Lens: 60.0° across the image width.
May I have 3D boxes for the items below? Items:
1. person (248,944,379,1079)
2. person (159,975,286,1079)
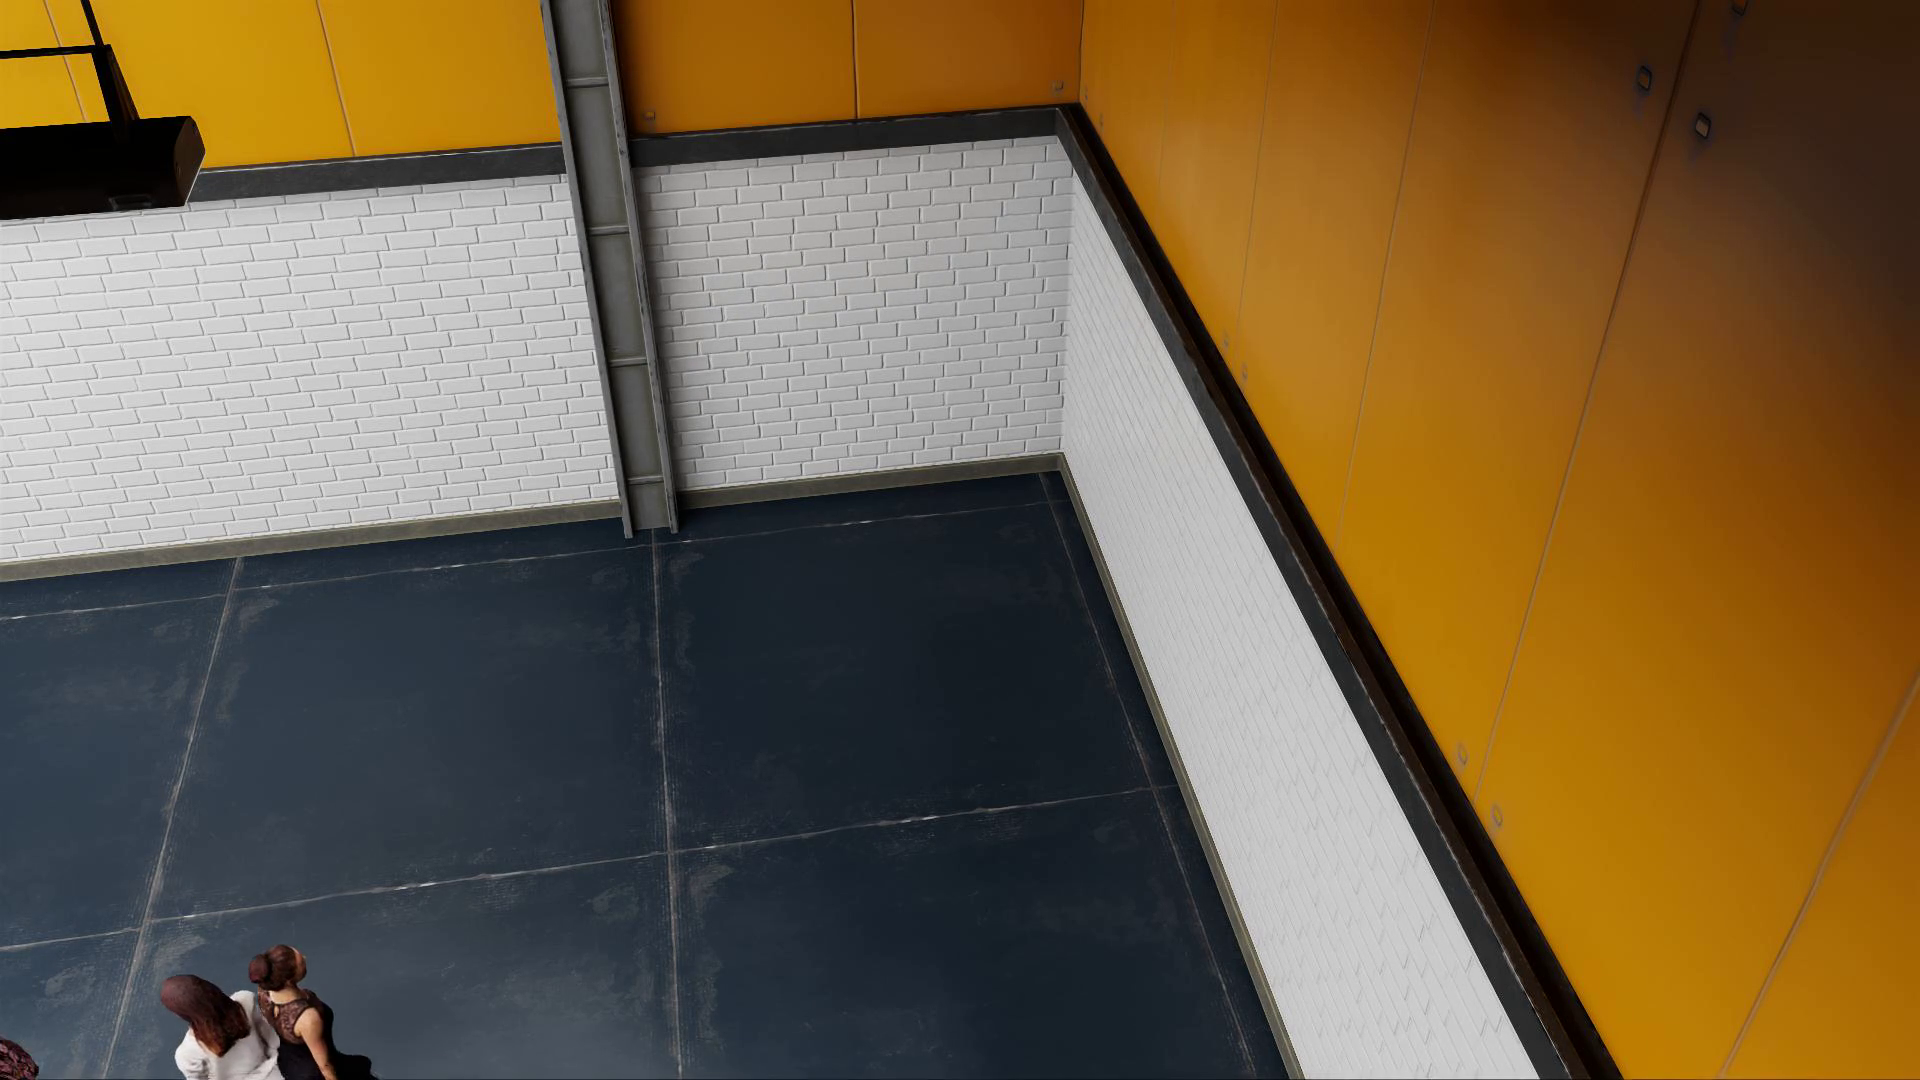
[{"bbox_3d":[-3.110,2.541,7.837,0.940,1.653,0.987,22,44,25],"label":"person"},{"bbox_3d":[-3.271,2.586,7.769,0.831,1.667,0.781,23,44,26],"label":"person"}]
